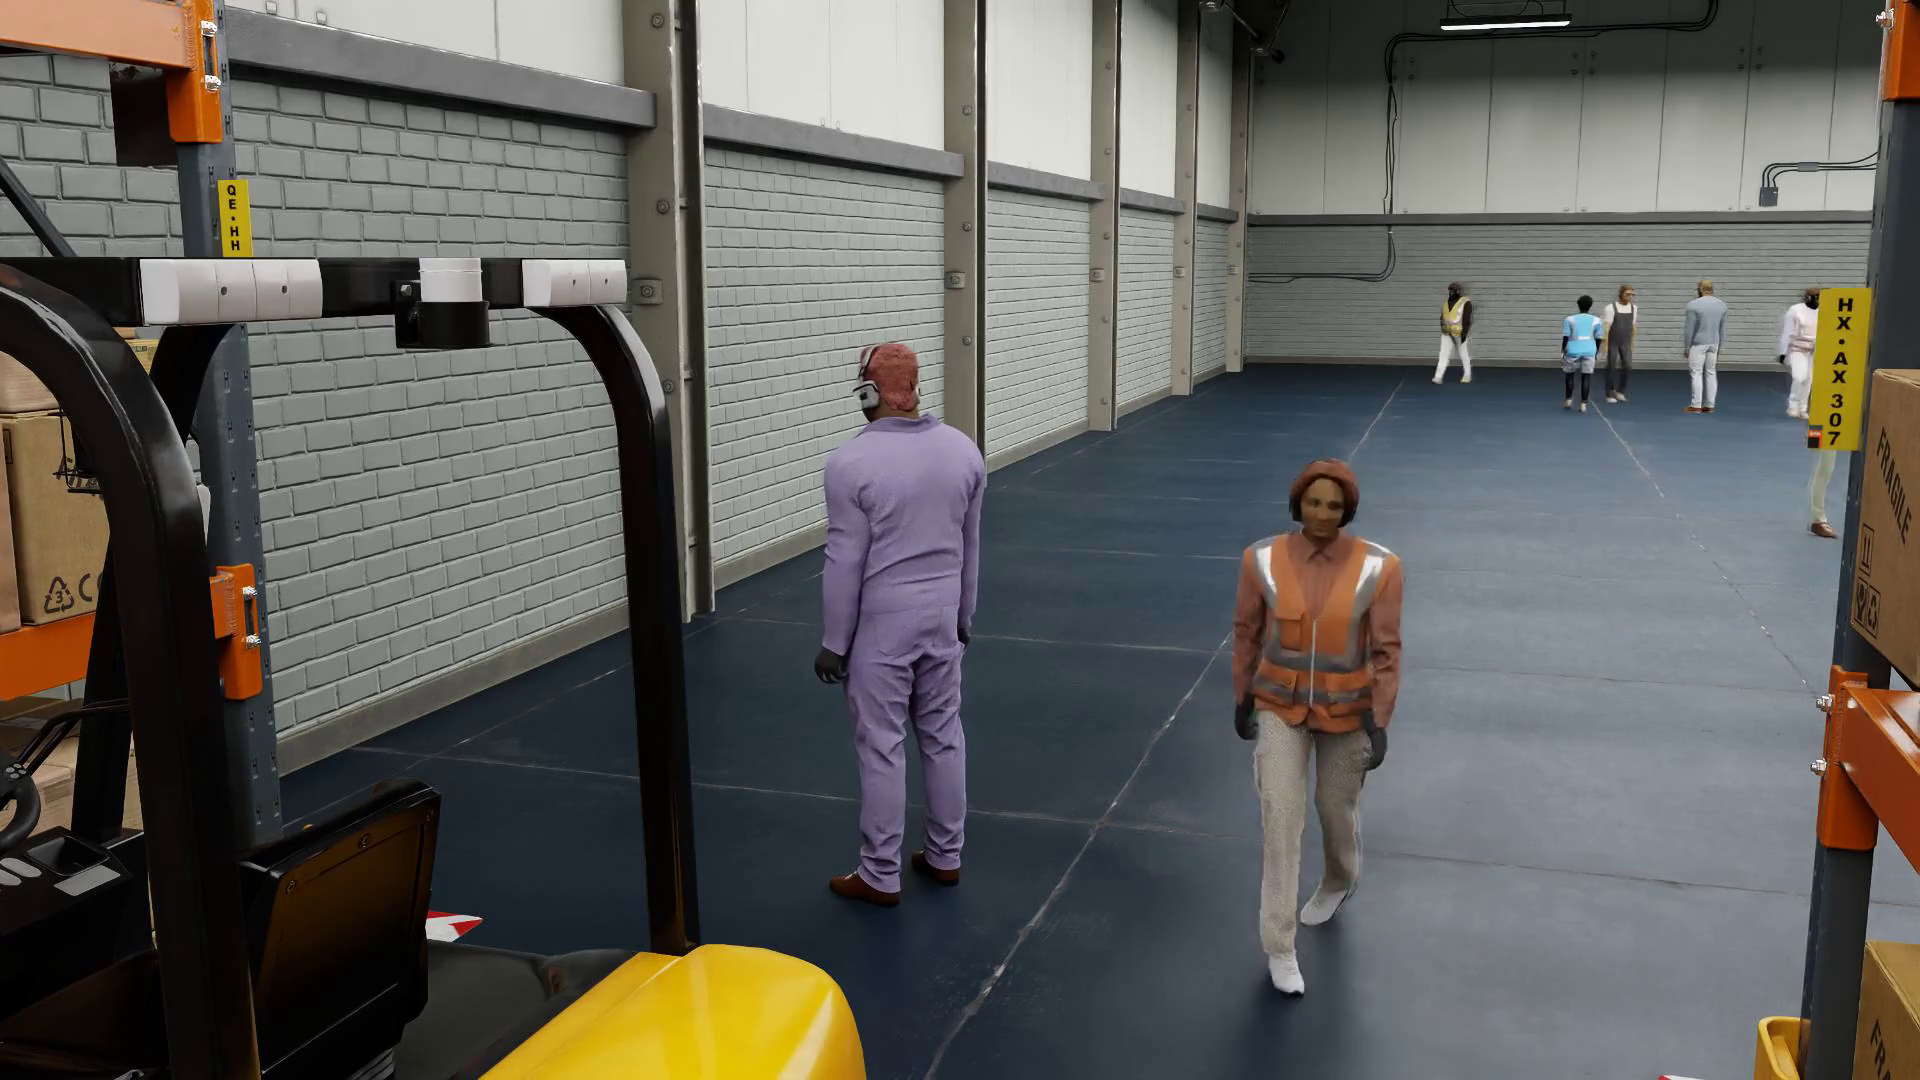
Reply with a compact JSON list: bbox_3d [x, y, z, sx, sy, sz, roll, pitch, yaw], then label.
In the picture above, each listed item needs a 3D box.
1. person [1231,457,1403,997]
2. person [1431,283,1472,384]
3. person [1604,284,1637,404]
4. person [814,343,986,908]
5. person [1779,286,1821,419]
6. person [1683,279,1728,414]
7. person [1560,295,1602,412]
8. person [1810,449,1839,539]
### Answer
[{"bbox_3d":[1.100,0.519,5.165,0.515,1.596,0.789,3,10,16],"label":"person"},{"bbox_3d":[8.802,-3.672,29.572,0.998,1.793,0.641,-8,13,-41],"label":"person"},{"bbox_3d":[10.025,-2.974,25.297,0.532,1.822,0.485,0,10,1],"label":"person"},{"bbox_3d":[-0.223,0.286,5.652,0.639,1.903,0.407,-8,12,-39],"label":"person"},{"bbox_3d":[11.600,-2.551,22.763,0.655,1.825,0.492,-1,10,-3],"label":"person"},{"bbox_3d":[10.629,-2.764,23.766,0.624,1.925,0.391,-2,10,-13],"label":"person"},{"bbox_3d":[8.967,-2.690,24.045,0.563,1.669,0.611,2,10,12],"label":"person"},{"bbox_3d":[6.892,-0.896,12.849,0.576,1.841,0.759,-2,10,-12],"label":"person"}]
